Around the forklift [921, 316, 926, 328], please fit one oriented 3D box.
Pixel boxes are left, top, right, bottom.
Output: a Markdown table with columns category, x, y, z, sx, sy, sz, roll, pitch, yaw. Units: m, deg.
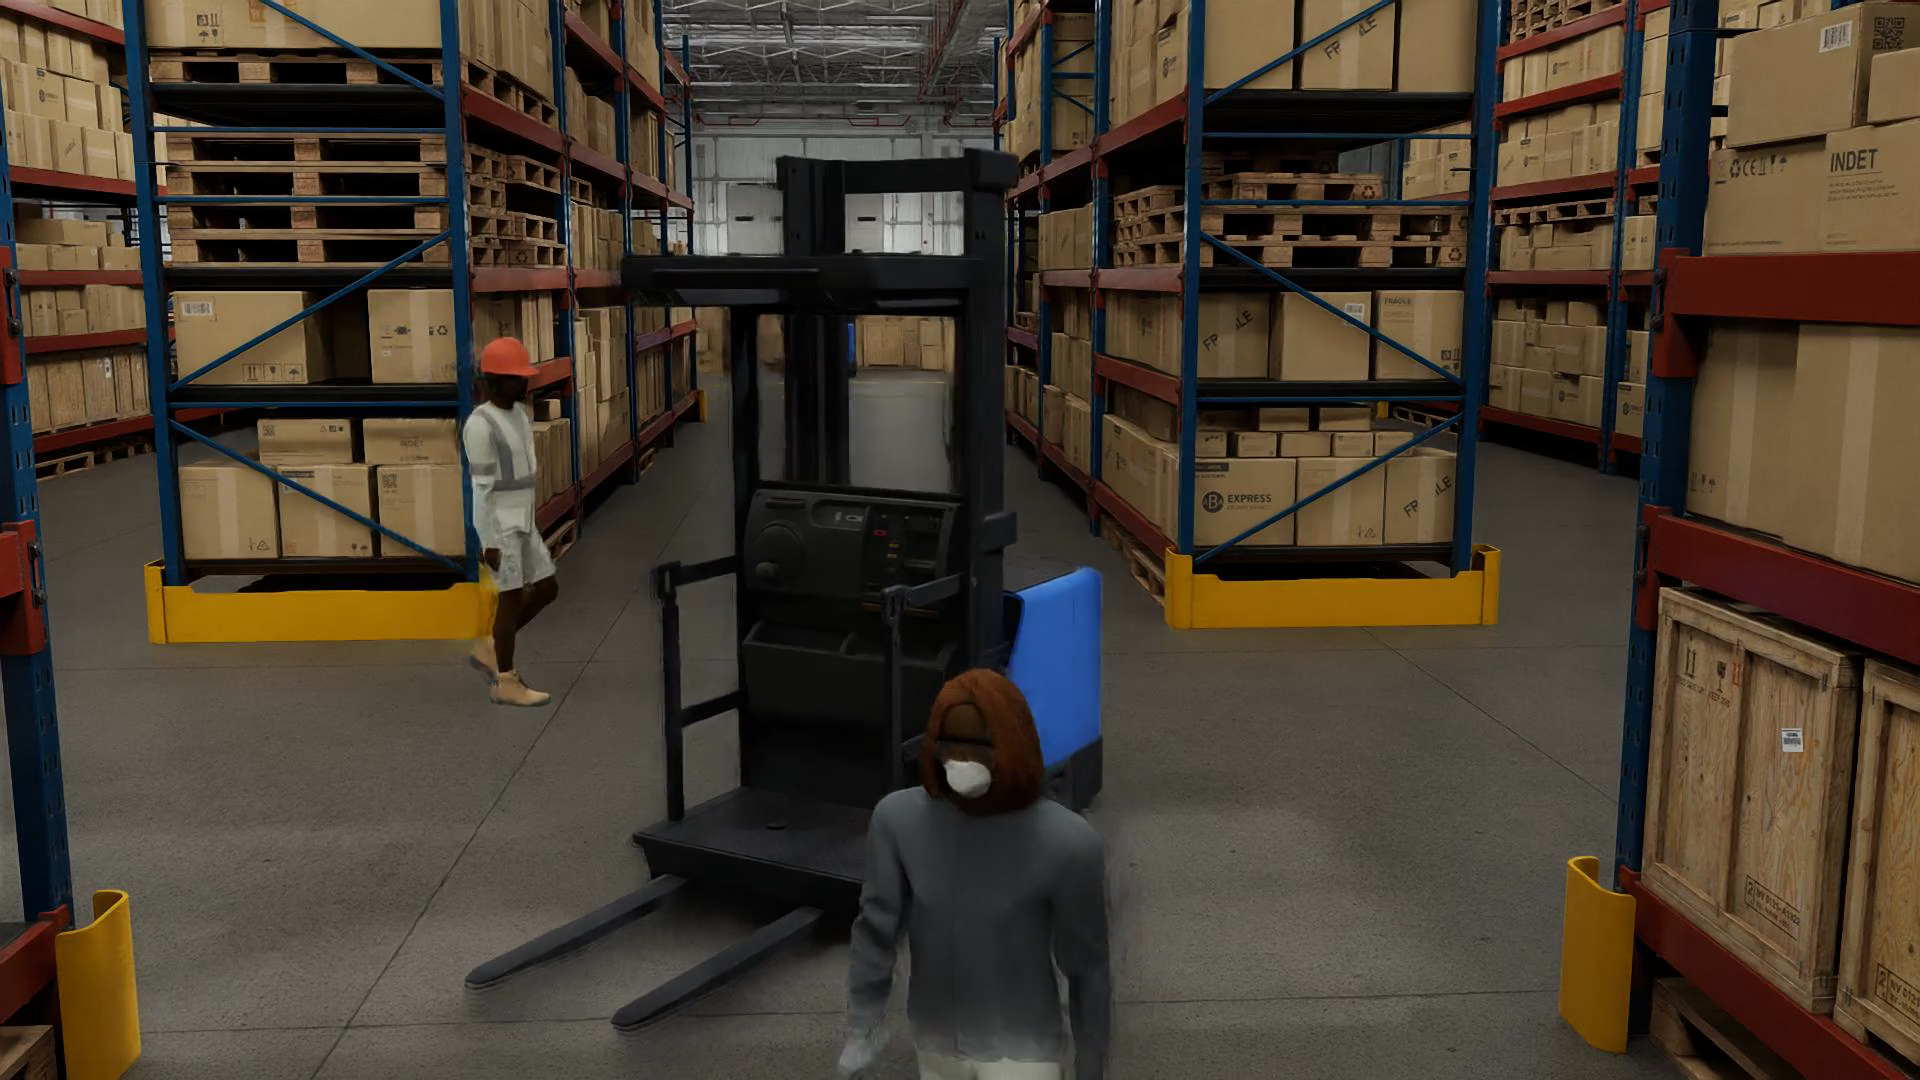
| category | x | y | z | sx | sy | sz | roll | pitch | yaw |
| --- | --- | --- | --- | --- | --- | --- | --- | --- | --- |
| forklift | -1.780 | -8.547 | 59.499 | 1.129 | 2.768 | 1.873 | -1 | 9 | -4 |

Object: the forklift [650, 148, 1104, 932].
| category | x | y | z | sx | sy | sz | roll | pitch | yaw |
| --- | --- | --- | --- | --- | --- | --- | --- | --- | --- |
| forklift | -0.245 | -0.139 | 6.703 | 1.129 | 2.768 | 1.873 | 5 | 10 | 29 |

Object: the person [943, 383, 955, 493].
| category | x | y | z | sx | sy | sz | roll | pitch | yaw |
| --- | --- | --- | --- | --- | --- | --- | --- | --- | --- |
| person | 0.100 | -0.945 | 15.738 | 0.514 | 1.611 | 0.733 | -1 | 9 | -5 |

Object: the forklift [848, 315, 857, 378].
| category | x | y | z | sx | sy | sz | roll | pitch | yaw |
| --- | --- | --- | --- | --- | --- | --- | --- | --- | --- |
| forklift | -2.942 | -5.145 | 38.138 | 1.129 | 2.768 | 1.873 | -1 | 9 | -4 |

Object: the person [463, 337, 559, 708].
| category | x | y | z | sx | sy | sz | roll | pitch | yaw |
| --- | --- | --- | --- | --- | --- | --- | --- | --- | --- |
| person | -2.448 | -0.086 | 9.043 | 0.454 | 2.025 | 0.637 | 2 | 9 | 11 |

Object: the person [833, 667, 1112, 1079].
| category | x | y | z | sx | sy | sz | roll | pitch | yaw |
| --- | --- | --- | --- | --- | --- | --- | --- | --- | --- |
| person | 0.014 | 1.046 | 3.298 | 0.506 | 1.593 | 0.847 | 5 | 10 | 26 |

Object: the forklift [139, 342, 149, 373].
| category | x | y | z | sx | sy | sz | roll | pitch | yaw |
| --- | --- | --- | --- | --- | --- | --- | --- | --- | --- |
| forklift | -15.653 | -3.933 | 30.524 | 1.129 | 2.768 | 1.873 | -1 | 9 | -4 |

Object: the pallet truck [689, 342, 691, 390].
| category | x | y | z | sx | sy | sz | roll | pitch | yaw |
| --- | --- | --- | --- | --- | --- | --- | --- | --- | --- |
| pallet truck | -5.225 | -3.008 | 27.480 | 1.885 | 1.965 | 0.823 | 2 | 9 | 14 |
